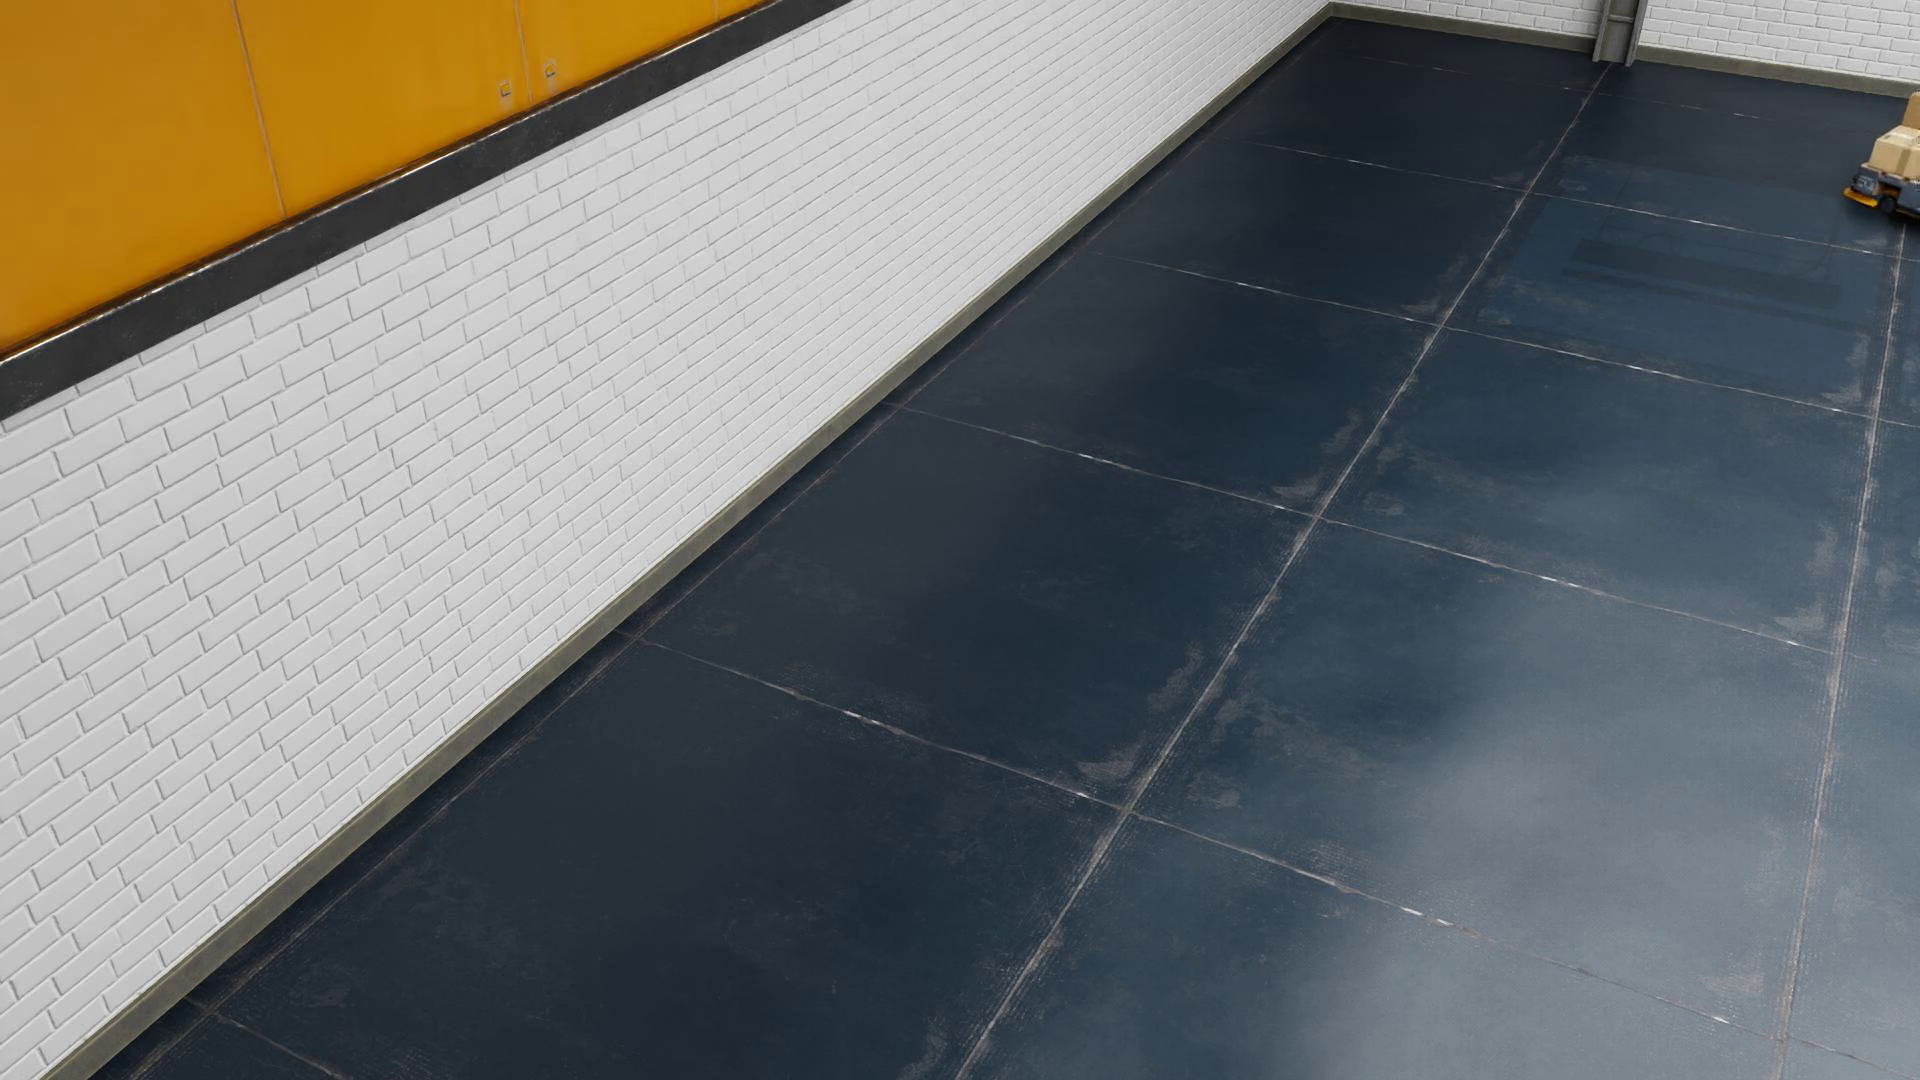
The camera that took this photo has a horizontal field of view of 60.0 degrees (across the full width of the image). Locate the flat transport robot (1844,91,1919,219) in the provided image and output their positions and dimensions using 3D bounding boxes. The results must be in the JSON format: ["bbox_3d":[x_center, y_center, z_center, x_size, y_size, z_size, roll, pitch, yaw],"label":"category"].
[{"bbox_3d":[8.433,-2.866,14.242,0.659,0.231,1.431,-21,39,-28],"label":"flat transport robot"}]
